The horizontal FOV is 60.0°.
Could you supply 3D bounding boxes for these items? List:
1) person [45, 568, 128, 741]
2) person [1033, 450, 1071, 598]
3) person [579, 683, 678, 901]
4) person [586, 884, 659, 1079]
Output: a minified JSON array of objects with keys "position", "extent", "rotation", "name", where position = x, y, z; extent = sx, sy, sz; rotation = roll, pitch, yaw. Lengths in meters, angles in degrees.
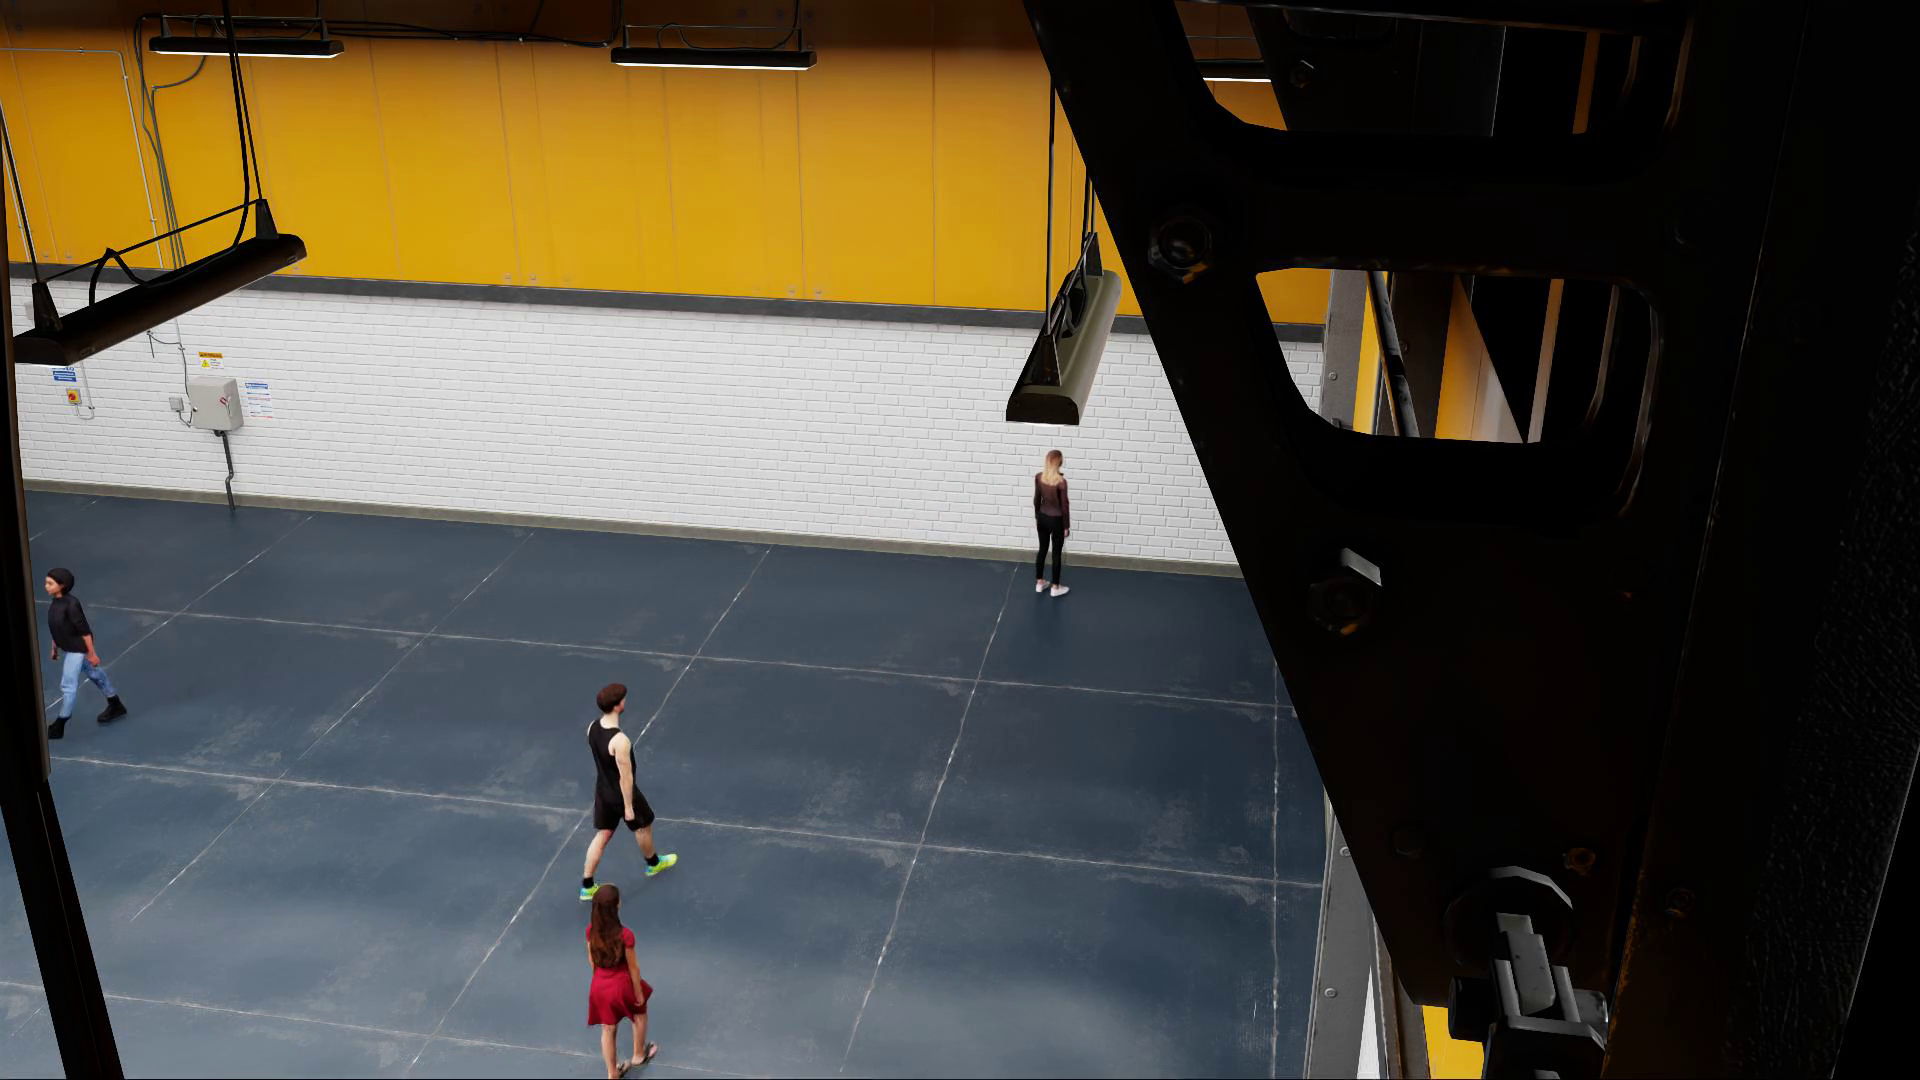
[{"position":[-8.297,1.023,15.800],"extent":[0.950,1.668,1.168],"rotation":[18,30,36],"name":"person"},{"position":[1.011,-0.200,18.554],"extent":[0.678,1.703,0.675],"rotation":[19,30,37],"name":"person"},{"position":[-2.800,2.041,13.243],"extent":[1.082,1.852,1.276],"rotation":[19,30,37],"name":"person"},{"position":[-2.369,3.070,11.281],"extent":[0.575,1.537,0.703],"rotation":[5,24,12],"name":"person"}]
